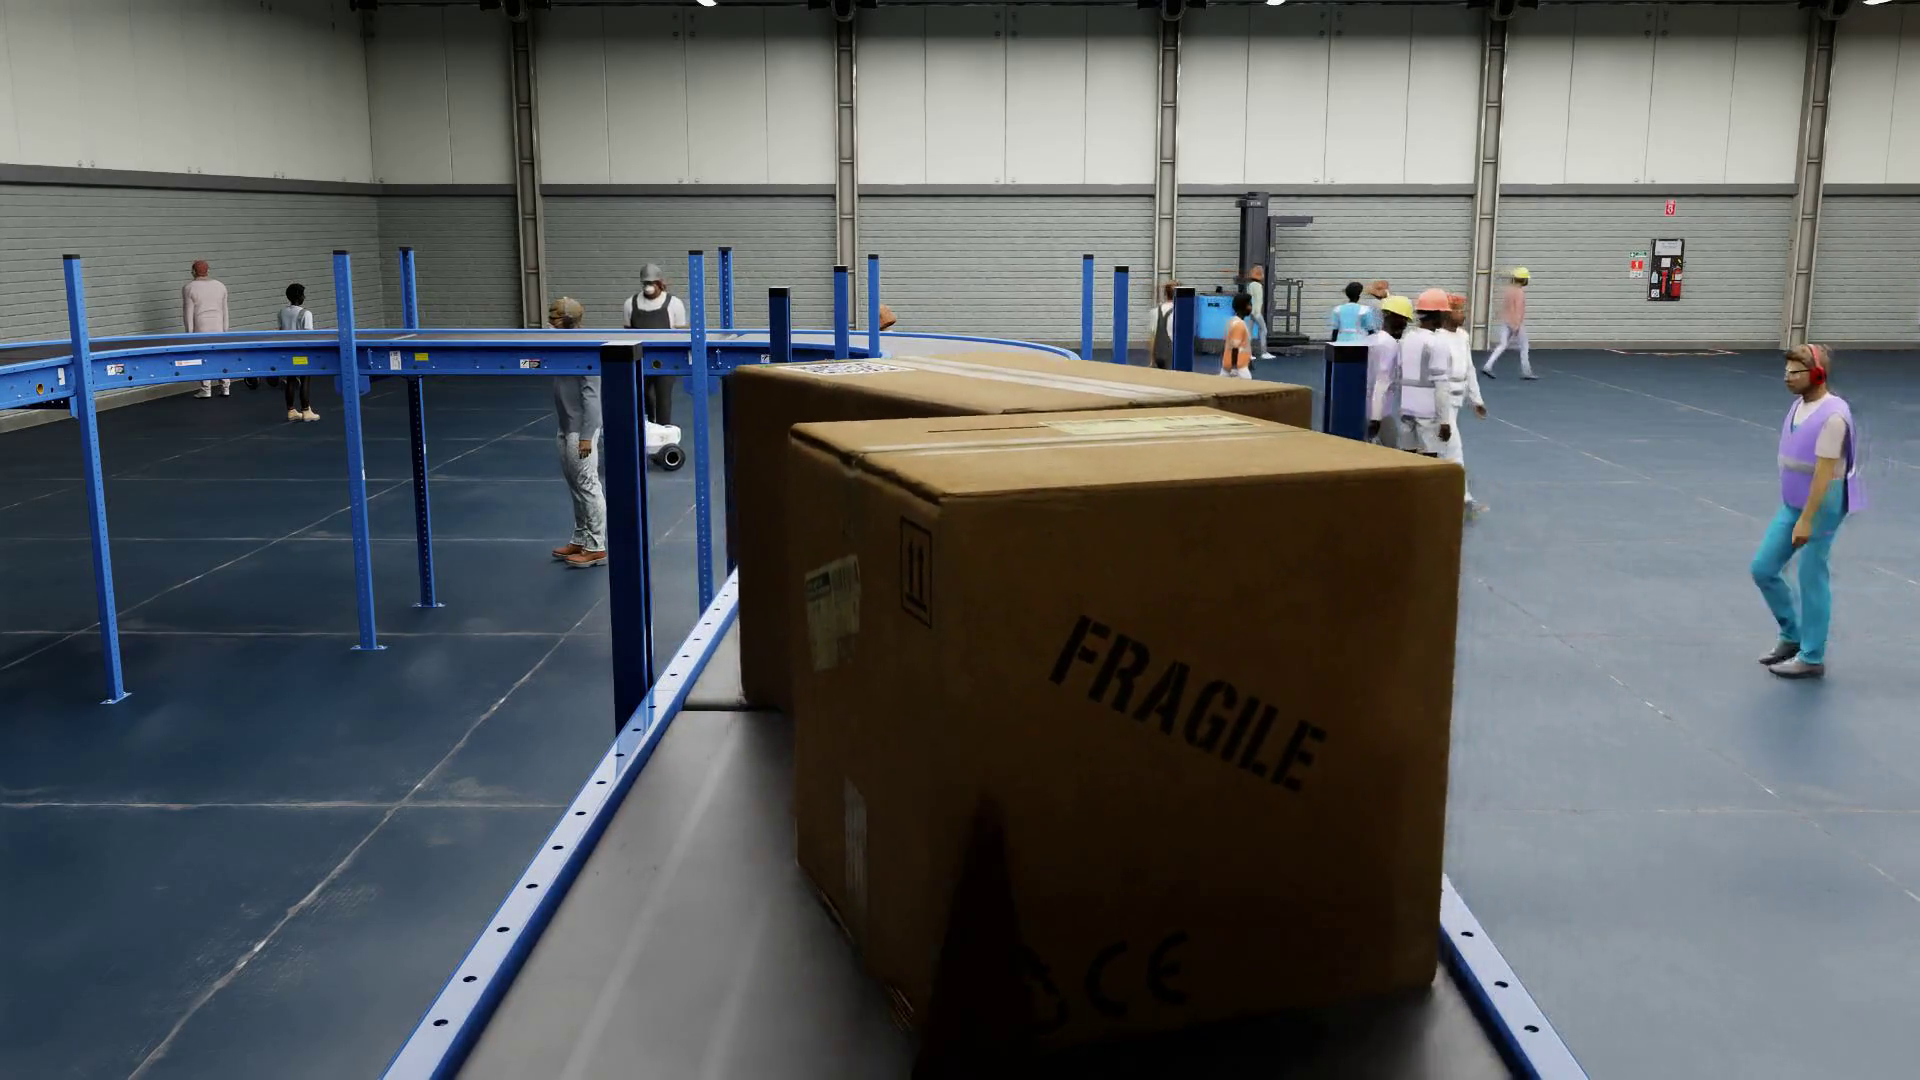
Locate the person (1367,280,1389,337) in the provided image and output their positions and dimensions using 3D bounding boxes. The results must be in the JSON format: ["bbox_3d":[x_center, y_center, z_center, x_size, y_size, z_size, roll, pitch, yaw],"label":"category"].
[{"bbox_3d":[5.860,-2.885,23.664,0.565,1.619,0.505,4,12,18],"label":"person"}]

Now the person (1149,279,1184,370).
[{"bbox_3d":[2.313,-2.030,18.769,0.877,1.818,0.517,-9,14,-40],"label":"person"}]

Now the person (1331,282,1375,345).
[{"bbox_3d":[5.072,-2.459,21.303,0.543,1.680,0.614,9,14,38],"label":"person"}]

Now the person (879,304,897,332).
[{"bbox_3d":[-0.766,-1.542,16.701,0.279,1.633,0.498,1,11,3],"label":"person"}]

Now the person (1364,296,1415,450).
[{"bbox_3d":[3.500,-1.071,13.707,0.988,1.853,0.651,-1,11,-3],"label":"person"}]

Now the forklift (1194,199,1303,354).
[{"bbox_3d":[5.313,-4.851,30.603,1.873,2.768,1.129,0,11,1],"label":"forklift"}]

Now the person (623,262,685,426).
[{"bbox_3d":[-3.339,-2.012,18.176,0.684,2.000,0.659,1,11,3],"label":"person"}]

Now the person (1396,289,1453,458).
[{"bbox_3d":[3.689,-1.031,13.315,0.544,1.942,0.586,-5,12,-23],"label":"person"}]

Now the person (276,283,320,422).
[{"bbox_3d":[-8.184,-2.322,20.566,0.530,1.689,0.321,4,12,21],"label":"person"}]

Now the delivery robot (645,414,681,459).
[{"bbox_3d":[-3.169,-1.015,16.638,0.707,0.478,0.477,-4,12,-22],"label":"delivery robot"}]

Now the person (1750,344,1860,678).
[{"bbox_3d":[4.608,-0.150,9.054,0.471,1.821,0.560,0,11,0],"label":"person"}]

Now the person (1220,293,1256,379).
[{"bbox_3d":[3.164,-1.983,18.931,0.896,1.649,0.547,0,11,3],"label":"person"}]

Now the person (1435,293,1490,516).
[{"bbox_3d":[4.219,-1.128,13.976,0.847,1.858,0.592,11,15,43],"label":"person"}]

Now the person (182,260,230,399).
[{"bbox_3d":[-10.479,-2.925,23.103,0.402,1.909,0.638,8,14,37],"label":"person"}]

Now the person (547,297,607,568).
[{"bbox_3d":[-2.768,-0.783,12.017,0.352,1.936,0.635,-6,12,-28],"label":"person"}]

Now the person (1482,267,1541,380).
[{"bbox_3d":[8.555,-3.354,25.764,0.872,1.730,0.527,-1,11,-6],"label":"person"}]

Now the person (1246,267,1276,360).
[{"bbox_3d":[5.290,-3.976,29.240,0.695,1.604,0.530,-2,11,-12],"label":"person"}]
